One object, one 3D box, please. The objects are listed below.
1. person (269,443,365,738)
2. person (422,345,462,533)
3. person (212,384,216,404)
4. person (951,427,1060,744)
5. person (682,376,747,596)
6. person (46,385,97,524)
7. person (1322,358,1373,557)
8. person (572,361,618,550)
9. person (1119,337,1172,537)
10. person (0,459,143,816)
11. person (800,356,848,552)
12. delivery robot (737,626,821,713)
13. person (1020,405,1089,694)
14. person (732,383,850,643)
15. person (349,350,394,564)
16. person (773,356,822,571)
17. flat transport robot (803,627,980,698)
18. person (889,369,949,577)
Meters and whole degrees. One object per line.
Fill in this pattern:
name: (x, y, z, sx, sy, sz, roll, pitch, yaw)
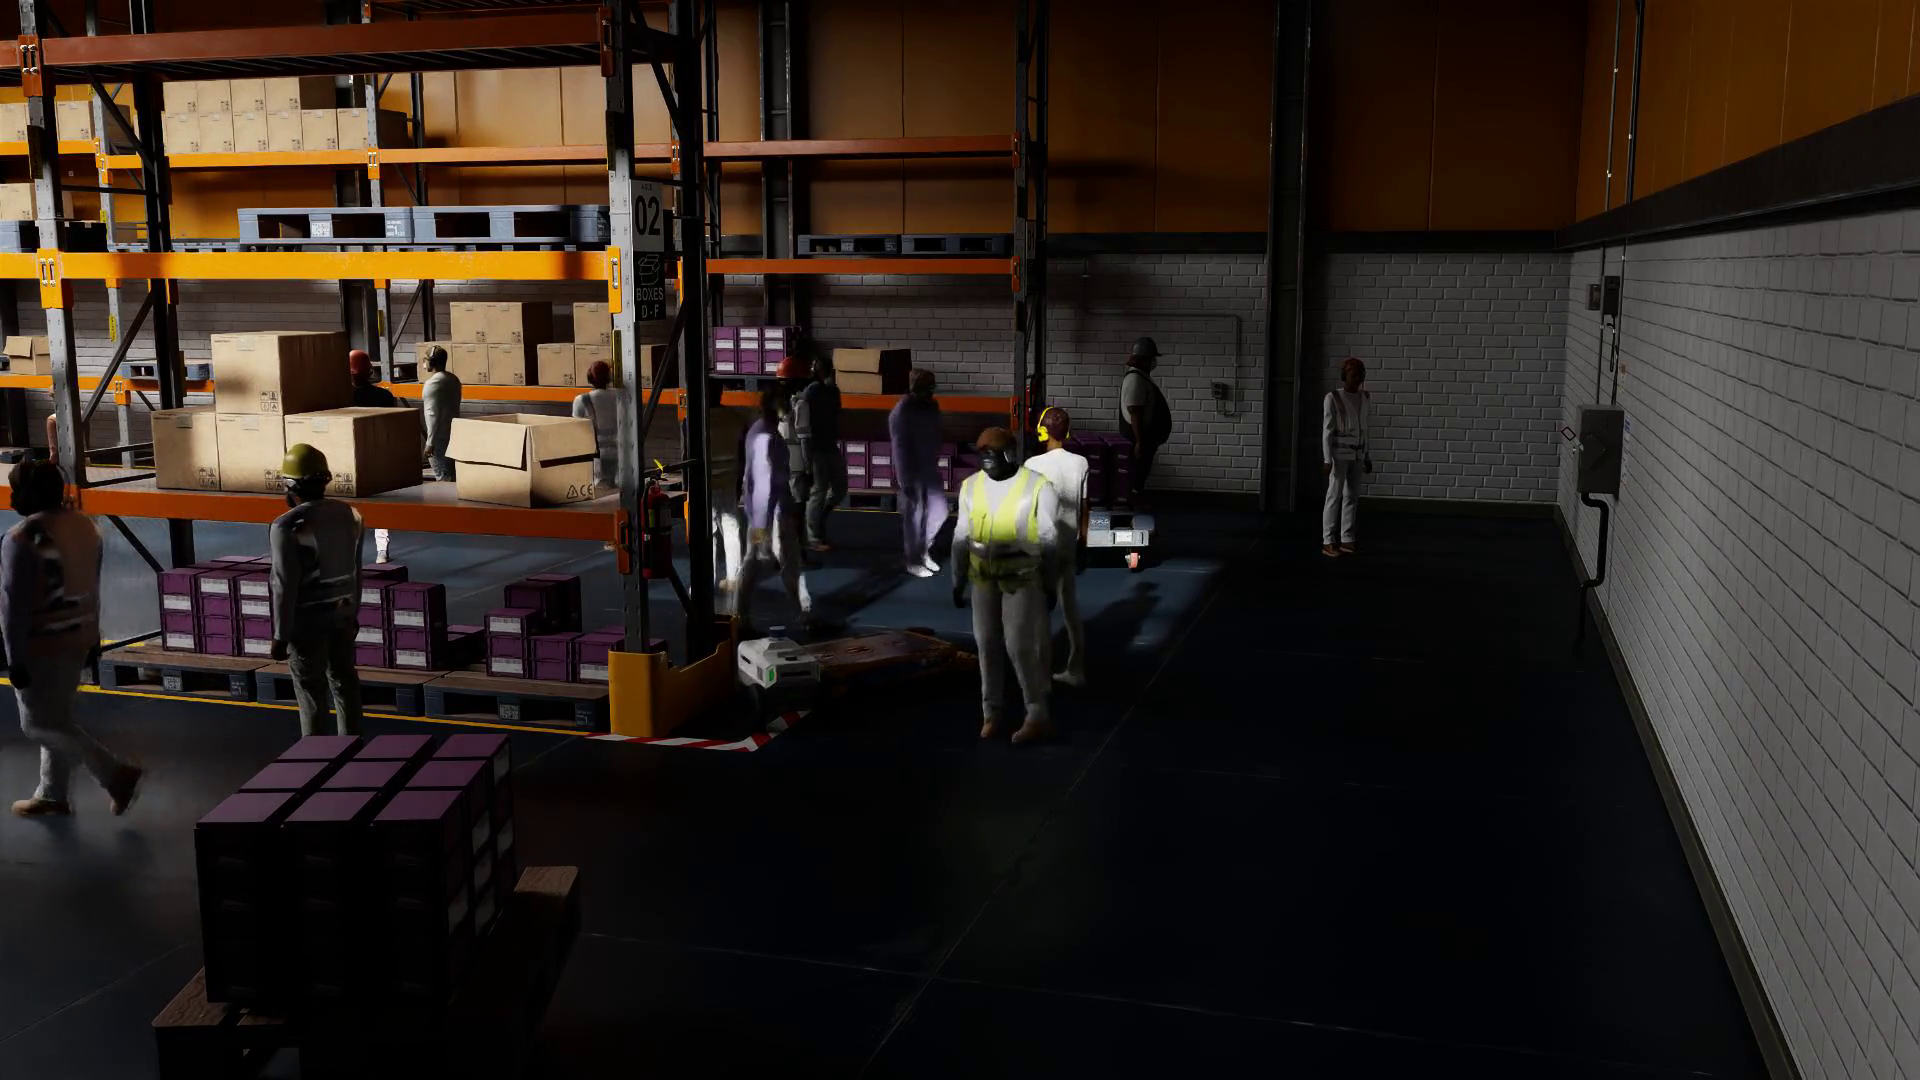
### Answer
person: (-3.373, 0.409, 8.703, 0.403, 1.833, 0.586, 4, 10, 23)
person: (-5.357, -1.039, 17.208, 0.371, 1.941, 0.627, 1, 9, 7)
person: (-7.968, -1.153, 18.202, 0.349, 1.842, 0.505, -7, 12, -37)
person: (0.263, 0.257, 9.671, 0.660, 1.822, 0.484, 5, 11, 29)
person: (-2.077, -0.452, 13.923, 0.429, 1.842, 0.629, 9, 13, 44)
person: (-8.483, -0.672, 15.871, 0.310, 1.642, 0.514, 2, 9, 11)
person: (3.686, -0.784, 15.822, 0.585, 1.881, 0.337, -6, 11, -31)
person: (-3.521, -0.835, 16.328, 0.593, 1.827, 1.026, -6, 11, -34)
person: (1.896, -1.058, 17.014, 0.537, 2.000, 0.689, 1, 9, 6)
person: (-4.392, 0.508, 8.147, 0.724, 1.822, 0.631, 1, 9, 6)
person: (-1.340, -0.820, 15.975, 0.447, 1.907, 0.673, 5, 11, 29)
delivery robot: (-1.108, 0.767, 10.118, 0.477, 0.478, 0.707, -4, 10, -23)
person: (0.609, 0.063, 10.764, 0.509, 1.859, 0.335, -7, 11, -35)
person: (-1.288, -0.186, 12.108, 0.884, 1.897, 0.636, -2, 10, -13)
person: (-5.526, -0.763, 15.380, 0.609, 1.986, 0.390, -1, 9, -7)
person: (-1.511, -0.681, 15.015, 0.545, 1.942, 0.352, 8, 12, 41)
flat transport robot: (-0.608, 0.807, 11.028, 1.431, 0.197, 0.652, -8, 12, -39)
person: (-0.343, -0.578, 14.632, 0.467, 1.864, 0.704, 7, 12, 38)
